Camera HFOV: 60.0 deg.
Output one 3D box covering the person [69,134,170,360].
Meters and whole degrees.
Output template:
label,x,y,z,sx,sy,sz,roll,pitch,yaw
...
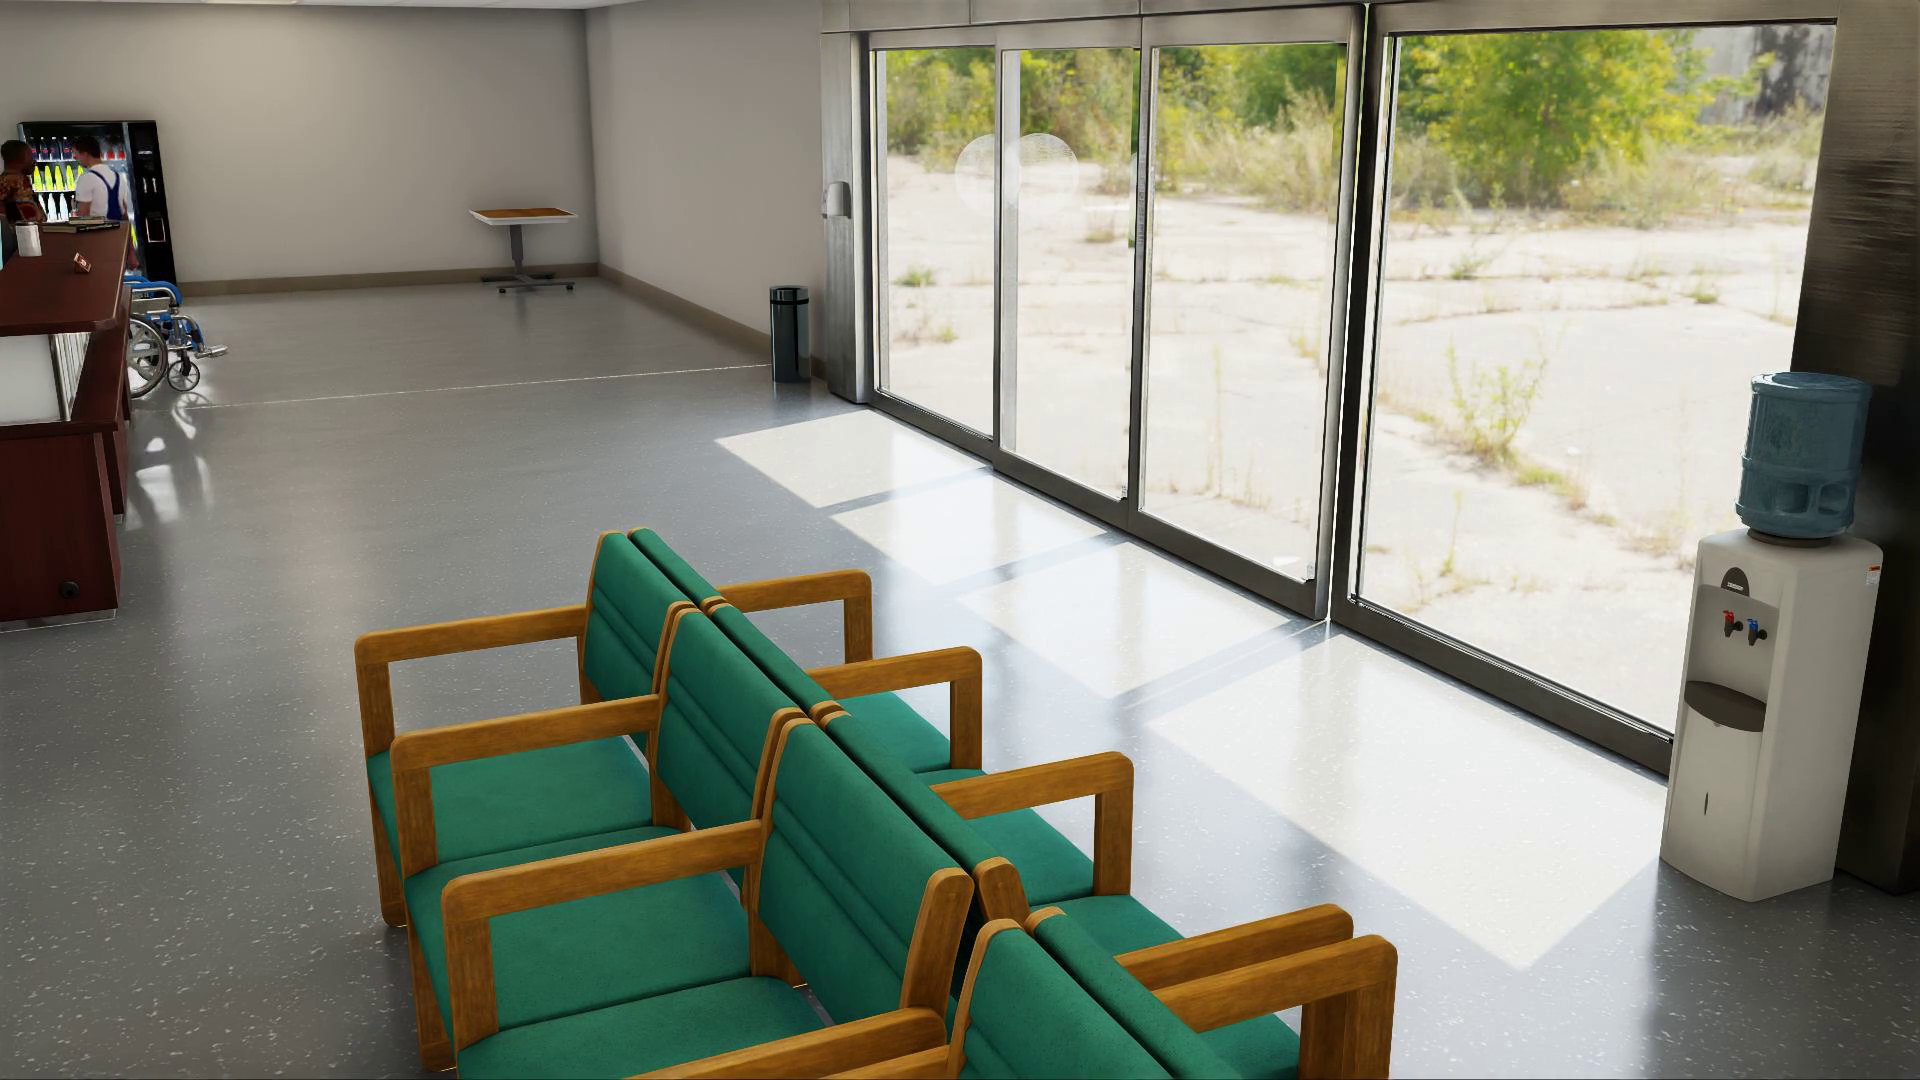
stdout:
label,x,y,z,sx,sy,sz,roll,pitch,yaw
person,-6.841,-2.342,13.495,1.238,1.813,1.110,5,16,16
